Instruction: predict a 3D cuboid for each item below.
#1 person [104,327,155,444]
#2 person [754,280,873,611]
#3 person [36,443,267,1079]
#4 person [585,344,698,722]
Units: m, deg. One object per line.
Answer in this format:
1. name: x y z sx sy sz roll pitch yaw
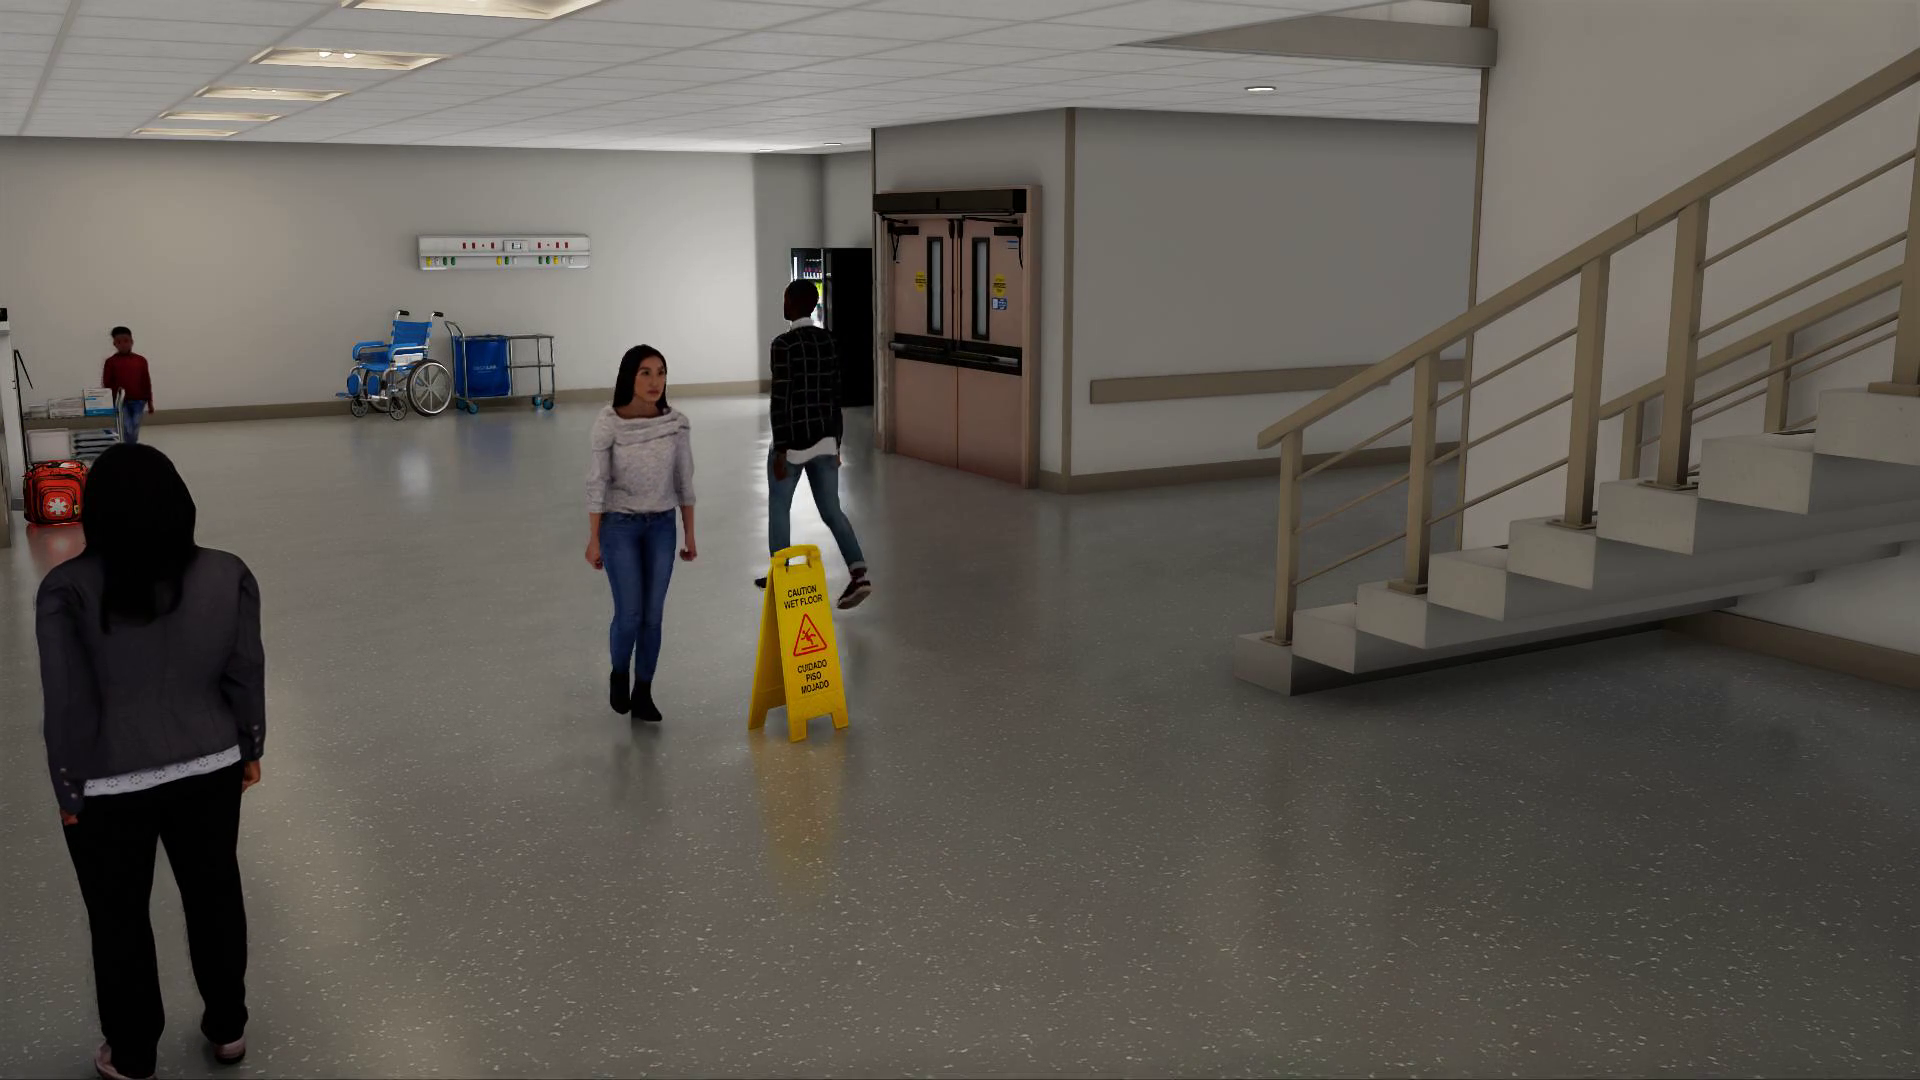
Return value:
1. person: -7.190 -1.200 14.342 0.639 1.223 0.943 -10 14 -42
2. person: -0.779 -0.493 9.096 0.839 1.791 1.264 -9 14 -41
3. person: -1.984 0.555 4.094 0.733 1.596 0.732 -10 15 -42
4. person: -1.401 -0.024 7.082 0.628 1.620 0.585 -7 13 -33
